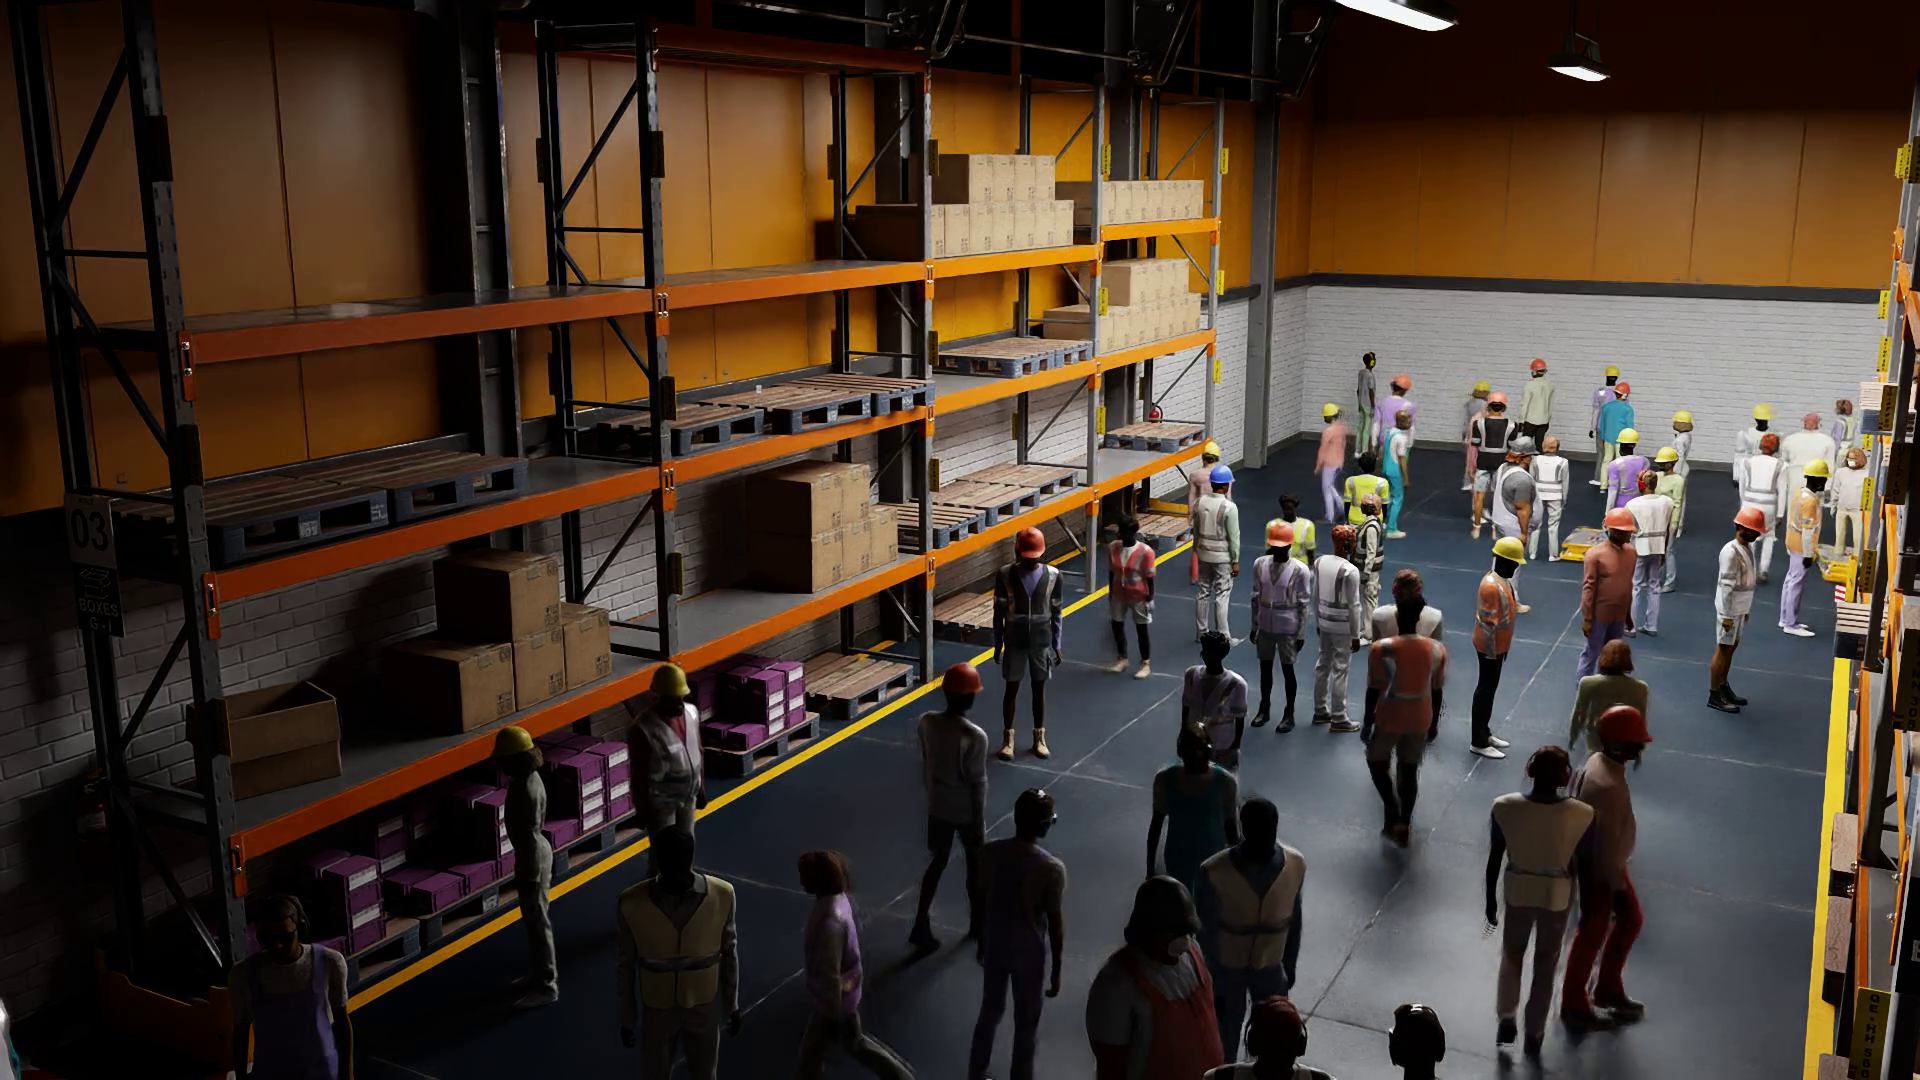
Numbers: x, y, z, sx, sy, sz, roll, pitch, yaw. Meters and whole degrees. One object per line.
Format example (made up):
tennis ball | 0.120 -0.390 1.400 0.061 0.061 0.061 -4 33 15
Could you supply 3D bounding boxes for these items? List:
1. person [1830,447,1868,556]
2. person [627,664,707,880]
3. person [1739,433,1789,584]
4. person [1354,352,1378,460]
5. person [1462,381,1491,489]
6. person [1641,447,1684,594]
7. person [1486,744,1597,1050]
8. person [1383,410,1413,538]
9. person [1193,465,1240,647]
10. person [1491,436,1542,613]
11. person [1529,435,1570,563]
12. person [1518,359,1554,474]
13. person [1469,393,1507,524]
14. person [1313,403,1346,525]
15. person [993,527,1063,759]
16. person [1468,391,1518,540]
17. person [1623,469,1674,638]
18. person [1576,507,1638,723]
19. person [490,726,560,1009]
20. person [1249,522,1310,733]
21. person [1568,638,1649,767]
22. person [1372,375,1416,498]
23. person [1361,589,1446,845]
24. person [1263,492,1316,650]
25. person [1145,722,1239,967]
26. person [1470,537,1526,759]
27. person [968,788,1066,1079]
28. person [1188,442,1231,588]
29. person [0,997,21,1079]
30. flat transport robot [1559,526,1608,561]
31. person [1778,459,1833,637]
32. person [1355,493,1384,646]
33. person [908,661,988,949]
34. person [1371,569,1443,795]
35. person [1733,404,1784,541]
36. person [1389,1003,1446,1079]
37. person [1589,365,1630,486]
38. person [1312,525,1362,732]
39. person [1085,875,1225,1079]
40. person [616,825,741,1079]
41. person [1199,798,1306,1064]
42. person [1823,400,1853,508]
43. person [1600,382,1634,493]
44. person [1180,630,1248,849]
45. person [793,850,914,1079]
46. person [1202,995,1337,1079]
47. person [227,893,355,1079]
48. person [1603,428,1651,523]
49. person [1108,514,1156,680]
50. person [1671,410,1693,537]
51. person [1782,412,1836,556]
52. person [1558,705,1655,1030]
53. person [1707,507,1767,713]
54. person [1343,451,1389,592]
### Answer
person | 11.027 -0.346 20.593 0.270 1.627 0.497 -10 16 -38
person | -1.915 1.691 11.042 0.404 1.820 0.602 8 15 32
person | 9.763 -0.389 20.254 0.565 1.854 0.730 8 15 33
person | 7.089 -2.332 28.924 0.321 1.876 0.532 -3 13 -14
person | 8.257 -1.660 26.263 0.758 1.717 0.502 -5 13 -20
person | 8.385 -0.242 19.837 0.344 1.759 0.534 -3 13 -13
person | 3.287 2.047 9.456 0.567 1.818 0.442 5 14 23
person | 5.931 -0.889 22.626 0.409 1.814 0.568 -1 13 -6
person | 2.712 0.171 17.553 0.390 1.948 0.605 -10 16 -38
person | 6.359 -0.190 18.960 0.535 2.000 0.682 -1 13 -5
person | 7.551 -0.525 21.372 0.512 1.637 0.307 8 15 32
person | 9.293 -1.929 26.884 0.618 1.990 0.399 -5 14 -22
person | 7.511 -1.158 23.643 0.683 1.887 0.421 -6 14 -25
person | 5.249 -1.069 23.578 0.367 1.743 0.526 11 17 41
person | 0.582 0.877 14.197 0.605 2.034 0.390 -1 13 -4
person | 7.246 -1.008 22.655 0.611 2.032 0.411 3 13 13
person | 7.364 0.156 17.881 0.560 1.836 0.394 -3 13 -13
person | 5.927 0.676 15.184 0.612 1.994 0.395 -6 14 -26
person | -2.631 1.955 10.059 0.324 1.732 0.493 -5 13 -21
person | 2.841 0.776 14.899 0.544 1.930 0.388 9 16 36
person | 4.803 1.520 12.329 0.513 1.592 0.866 2 13 11
person | 6.462 -1.475 24.849 0.602 1.991 0.981 7 14 27
person | 3.281 1.323 12.370 0.634 1.952 0.422 -2 13 -8
person | 3.470 0.300 17.569 0.545 1.679 0.529 2 13 11
person | 1.351 1.964 9.811 0.521 1.822 0.661 4 13 19
person | 4.622 0.907 14.326 0.383 1.918 0.584 6 14 25
person | 0.309 2.190 8.784 0.537 1.825 0.373 8 15 31
person | 3.011 -0.304 20.095 0.530 1.766 0.324 5 14 22
person | -4.198 2.585 7.025 0.429 1.831 0.635 3 13 13
flat transport robot | 8.345 0.058 21.845 0.652 0.197 1.431 7 14 29
person | 9.165 0.072 18.043 0.383 1.928 0.588 4 13 19
person | 4.329 0.309 17.629 0.310 1.642 0.514 3 13 14
person | -0.042 1.716 10.729 0.563 1.935 0.675 9 15 35
person | 3.650 1.117 13.643 0.574 1.801 0.894 4 13 18
person | 10.777 -0.877 22.353 0.711 1.911 0.415 1 13 2
person | 1.773 2.689 6.529 0.504 1.838 0.350 -1 13 -4
person | 10.320 -1.816 26.497 0.595 1.925 0.372 -1 13 -5
person | 3.396 0.787 14.939 0.345 1.882 0.584 -6 14 -25
person | 0.897 2.423 7.262 0.537 2.000 0.680 12 17 42
person | -1.380 2.281 8.176 0.597 1.915 0.370 -3 13 -15
person | 1.503 2.215 8.522 0.586 1.894 0.590 -2 13 -10
person | 13.116 -1.276 24.785 0.313 1.618 0.608 12 17 42
person | 10.210 -1.576 25.814 0.335 1.749 0.575 -8 15 -31
person | 1.847 1.486 12.236 0.532 1.696 0.319 9 15 34
person | -0.597 2.344 8.593 0.816 1.603 0.522 0 13 -2
person | 1.194 2.670 6.508 0.574 1.885 0.355 0 13 -1
person | -3.009 2.457 7.548 0.516 1.843 0.327 -5 13 -20
person | 8.029 -0.391 20.115 0.588 1.928 0.384 -5 13 -21
person | 1.689 0.557 16.441 0.559 1.677 0.376 8 15 32
person | 9.868 -0.916 22.876 0.290 1.746 0.487 8 15 31
person | 11.105 -0.745 21.800 0.664 1.876 0.735 9 16 36
person | 3.853 1.916 9.674 0.639 1.976 0.648 5 13 20
person | 7.249 0.638 15.508 0.371 1.928 0.543 10 16 39
person | 4.835 -0.216 19.843 0.535 1.699 0.321 5 13 21
